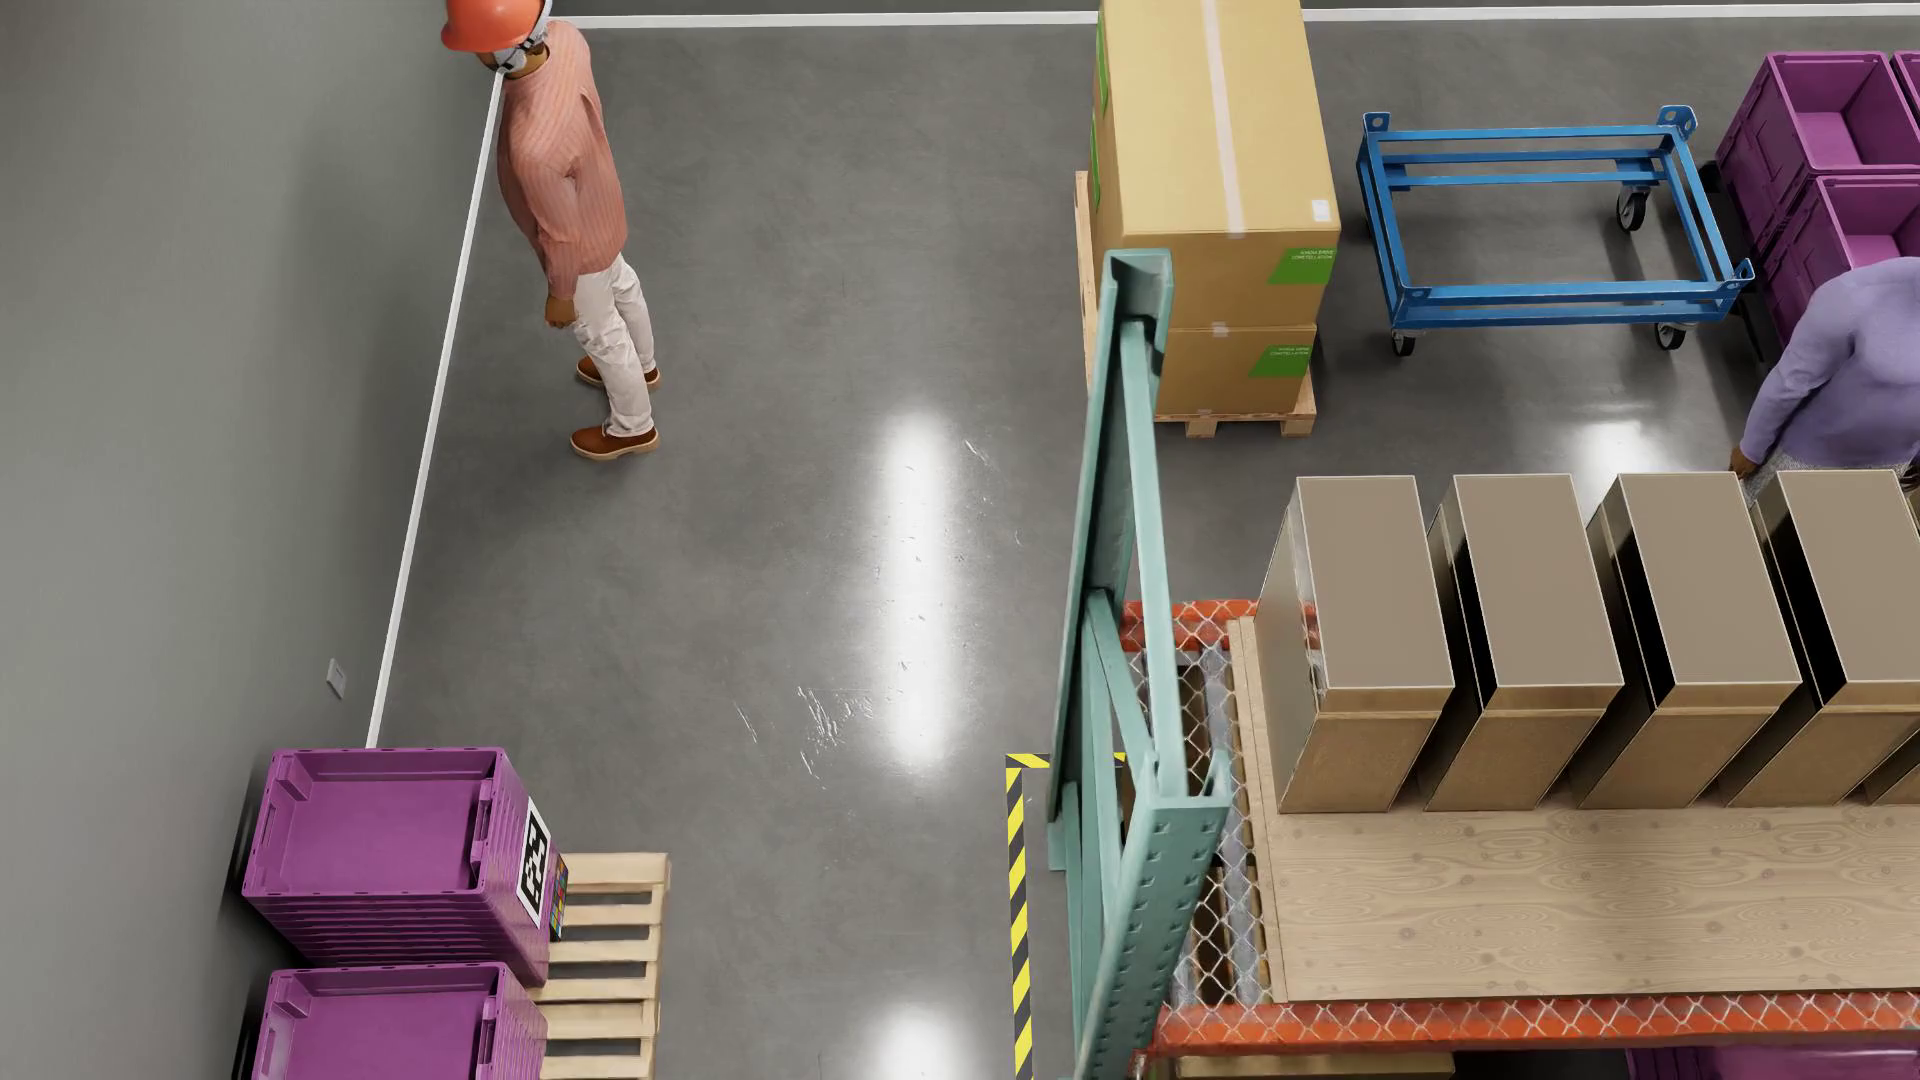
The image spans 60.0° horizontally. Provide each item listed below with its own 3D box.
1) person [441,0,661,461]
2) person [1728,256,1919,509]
[{"bbox_3d":[-1.235,-0.987,5.255,0.387,1.989,0.608,-1,58,0],"label":"person"},{"bbox_3d":[2.569,-0.284,4.840,0.629,1.940,0.373,-1,58,0],"label":"person"}]
